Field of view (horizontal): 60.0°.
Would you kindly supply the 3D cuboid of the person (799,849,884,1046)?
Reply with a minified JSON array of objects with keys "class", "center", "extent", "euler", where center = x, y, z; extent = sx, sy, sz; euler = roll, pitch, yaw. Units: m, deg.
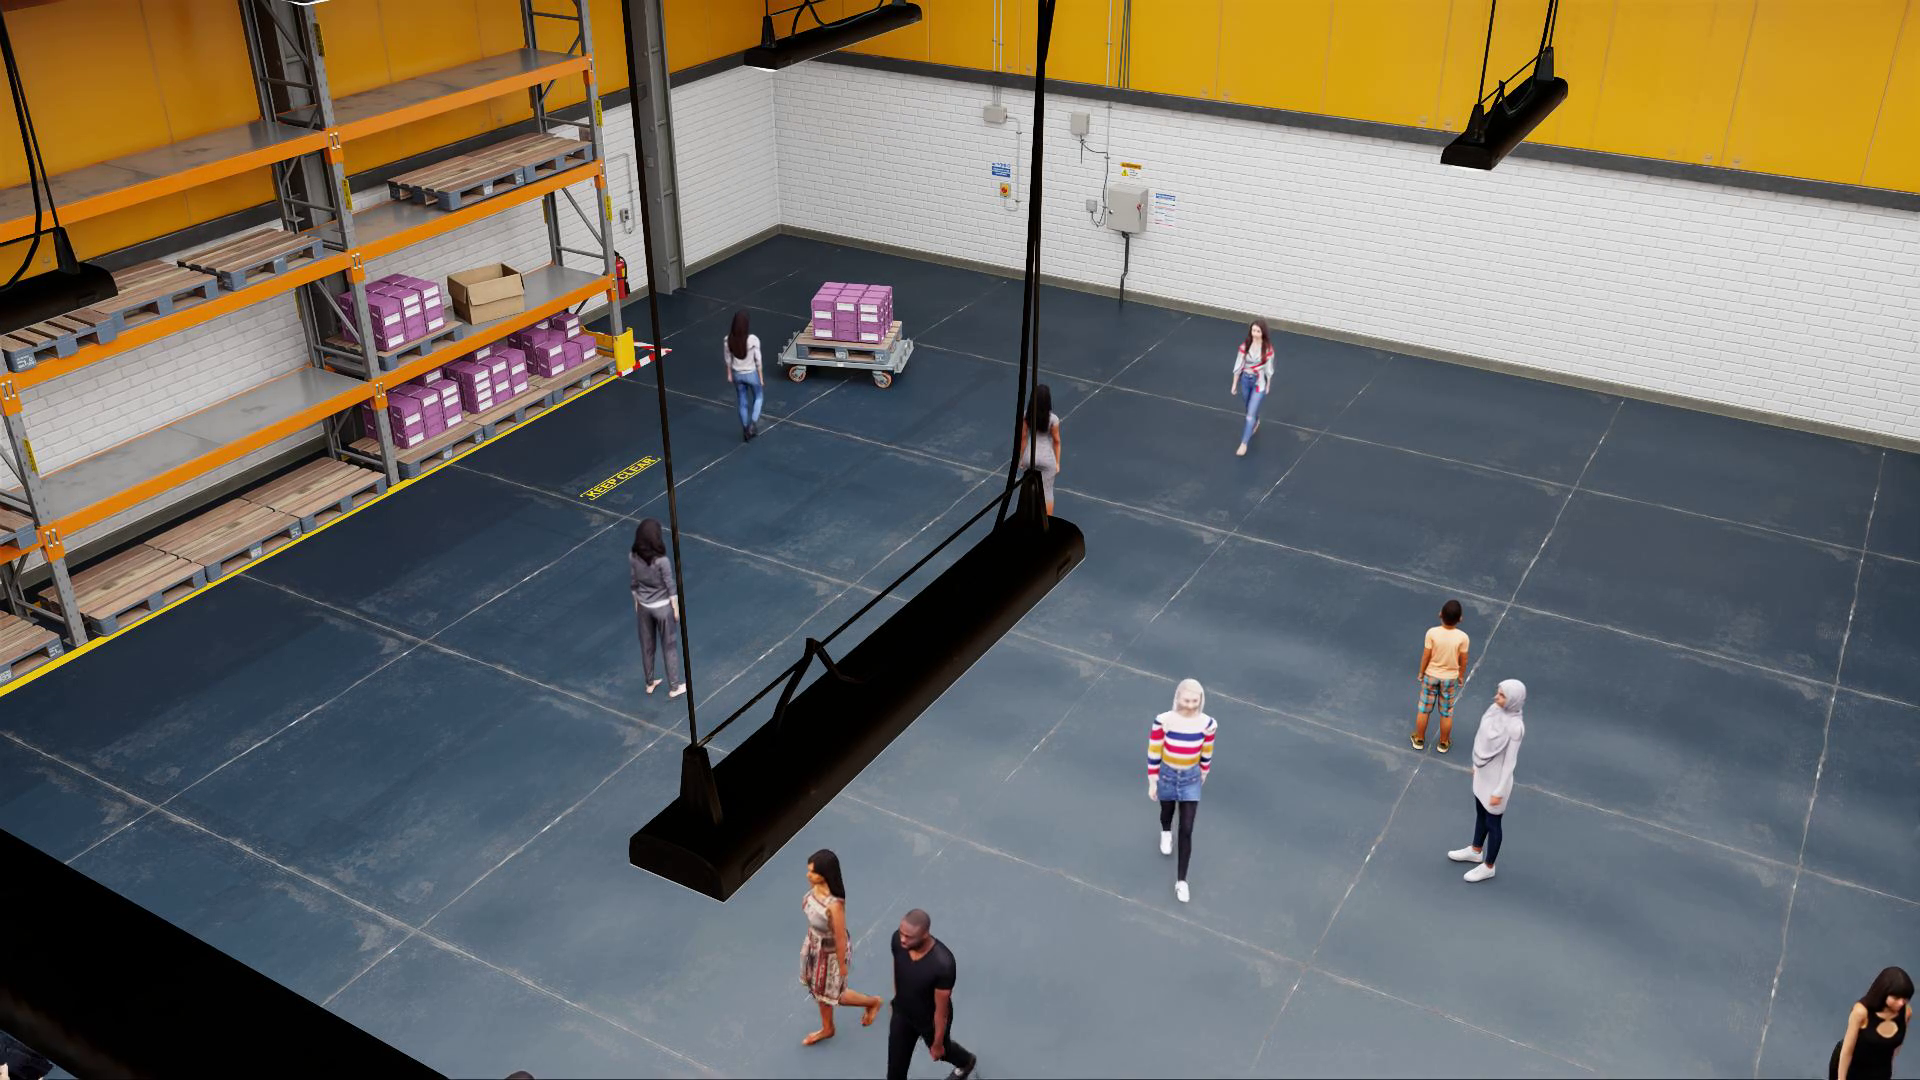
[{"class":"person","center":[-0.813,2.729,11.242],"extent":[0.950,1.635,0.867],"euler":[-14,32,-24]}]

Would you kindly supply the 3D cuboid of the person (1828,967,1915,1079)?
[{"class":"person","center":[5.563,3.219,10.352],"extent":[0.772,1.626,0.899],"euler":[2,29,4]}]

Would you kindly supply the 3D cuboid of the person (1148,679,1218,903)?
[{"class":"person","center":[1.665,1.803,12.804],"extent":[0.982,1.765,1.237],"euler":[2,29,4]}]

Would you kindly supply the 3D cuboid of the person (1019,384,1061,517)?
[{"class":"person","center":[0.838,-0.815,17.586],"extent":[0.639,1.781,0.607],"euler":[8,30,14]}]

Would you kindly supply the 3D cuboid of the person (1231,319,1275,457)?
[{"class":"person","center":[3.501,-1.870,19.740],"extent":[0.607,1.571,1.098],"euler":[14,32,24]}]

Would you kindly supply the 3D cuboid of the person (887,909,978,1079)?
[{"class":"person","center":[-0.157,3.007,10.589],"extent":[0.801,1.772,1.273],"euler":[22,35,34]}]

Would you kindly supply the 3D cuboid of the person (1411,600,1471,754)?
[{"class":"person","center":[4.135,1.166,14.289],"extent":[0.580,1.461,0.562],"euler":[7,29,12]}]

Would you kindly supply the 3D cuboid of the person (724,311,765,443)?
[{"class":"person","center":[-2.561,-1.907,19.751],"extent":[0.704,1.625,0.709],"euler":[5,29,8]}]

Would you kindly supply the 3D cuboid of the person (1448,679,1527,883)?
[{"class":"person","center":[4.097,1.823,12.756],"extent":[0.748,1.776,0.665],"euler":[-4,29,-8]}]

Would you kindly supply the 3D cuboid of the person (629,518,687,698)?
[{"class":"person","center":[-2.746,0.614,14.985],"extent":[0.633,1.764,0.564],"euler":[10,30,18]}]
